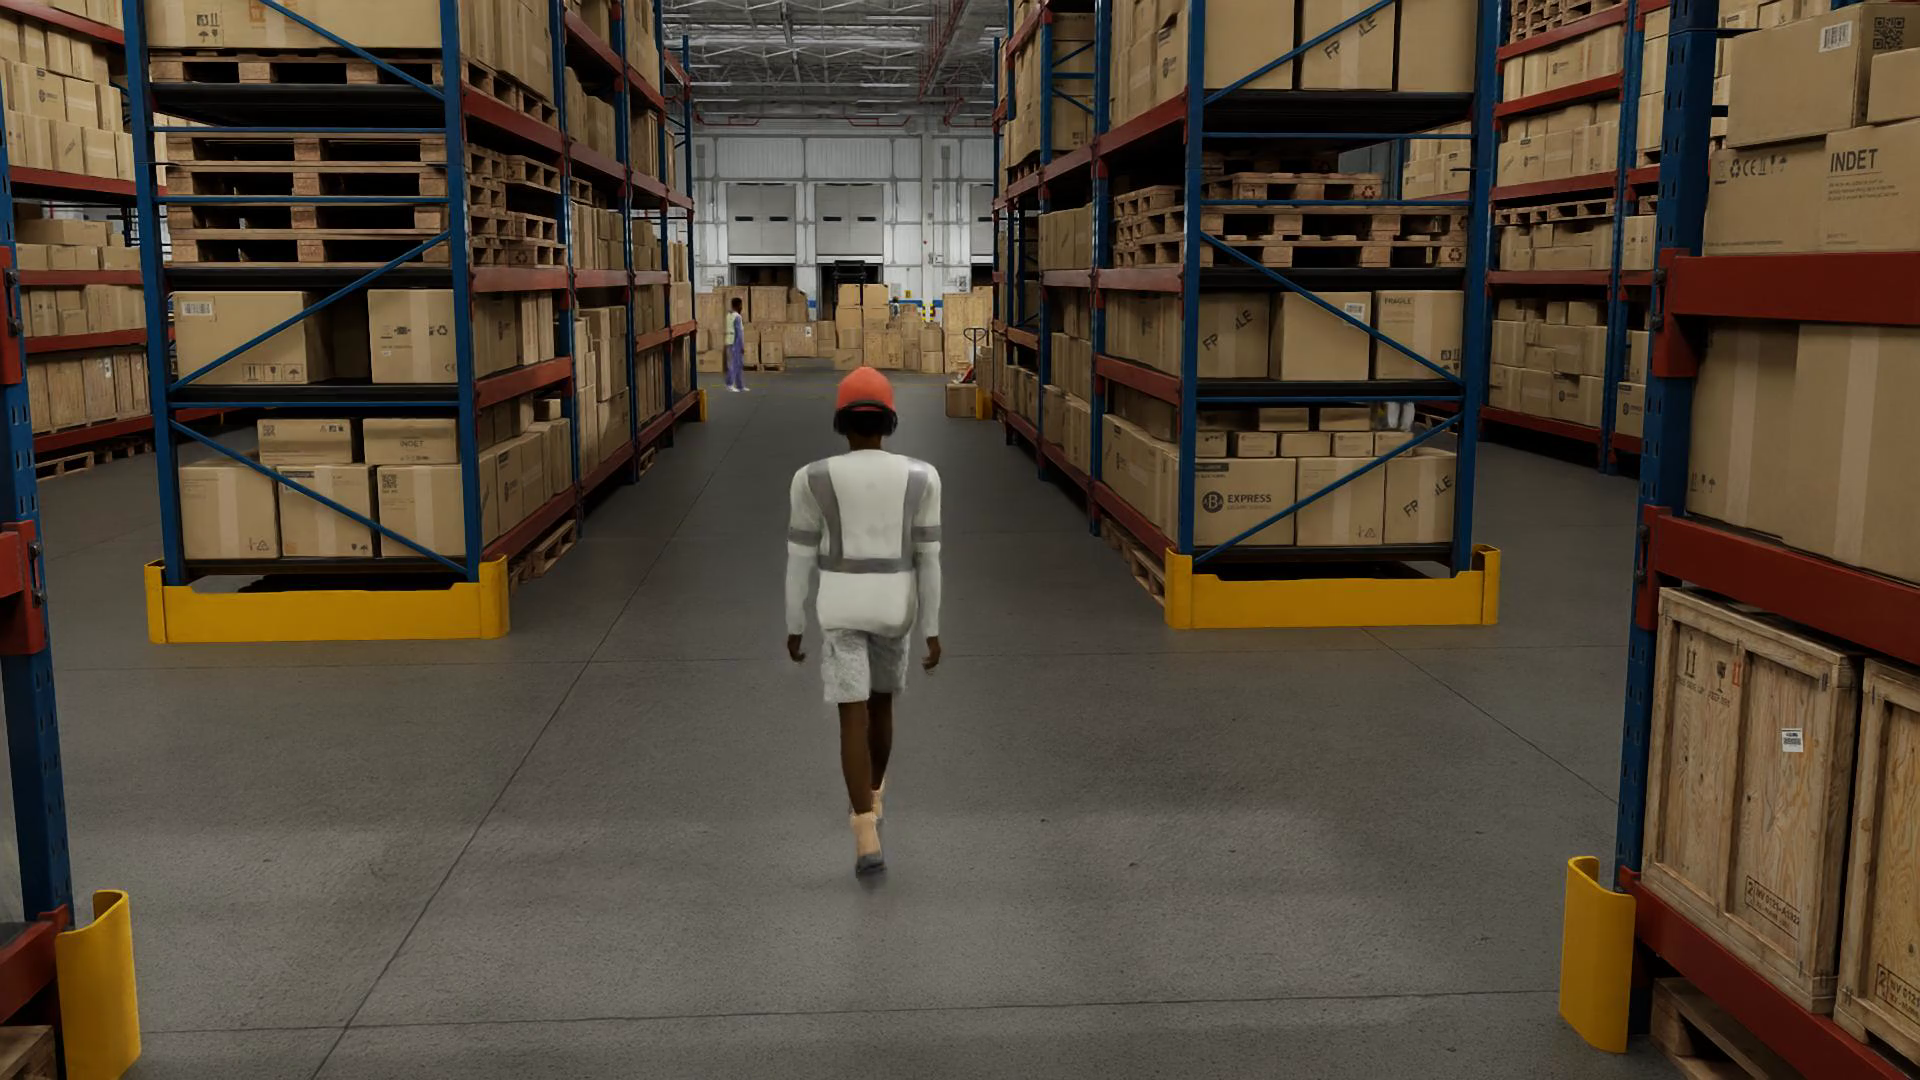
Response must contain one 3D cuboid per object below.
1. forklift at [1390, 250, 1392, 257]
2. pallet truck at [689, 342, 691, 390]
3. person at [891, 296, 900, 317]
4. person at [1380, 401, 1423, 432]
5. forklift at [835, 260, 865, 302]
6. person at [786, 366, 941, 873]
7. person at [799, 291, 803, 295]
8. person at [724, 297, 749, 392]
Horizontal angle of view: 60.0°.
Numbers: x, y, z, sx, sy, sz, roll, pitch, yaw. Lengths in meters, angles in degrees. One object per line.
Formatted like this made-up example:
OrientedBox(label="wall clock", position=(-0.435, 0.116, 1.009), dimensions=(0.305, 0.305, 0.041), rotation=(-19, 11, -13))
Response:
OrientedBox(label="forklift", position=(7.889, -4.007, 30.990), dimensions=(1.873, 2.768, 1.129), rotation=(-9, 13, -44))
OrientedBox(label="pallet truck", position=(-5.225, -3.008, 27.480), dimensions=(1.885, 1.965, 0.823), rotation=(2, 9, 14))
OrientedBox(label="person", position=(-2.221, -7.625, 57.590), dimensions=(0.310, 1.642, 0.514), rotation=(1, 9, 5))
OrientedBox(label="person", position=(5.478, -1.725, 20.590), dimensions=(0.532, 1.625, 0.370), rotation=(0, 9, 1))
OrientedBox(label="forklift", position=(-3.412, -7.285, 51.571), dimensions=(1.129, 2.768, 1.873), rotation=(-1, 9, -4))
OrientedBox(label="person", position=(-0.381, 0.300, 6.721), dimensions=(0.622, 2.003, 1.026), rotation=(-2, 9, -11))
OrientedBox(label="person", position=(-5.447, -7.607, 56.866), dimensions=(0.443, 1.833, 0.538), rotation=(-9, 12, -43))
OrientedBox(label="person", position=(-4.529, -3.938, 33.621), dimensions=(0.507, 1.917, 0.606), rotation=(-4, 10, -24))
